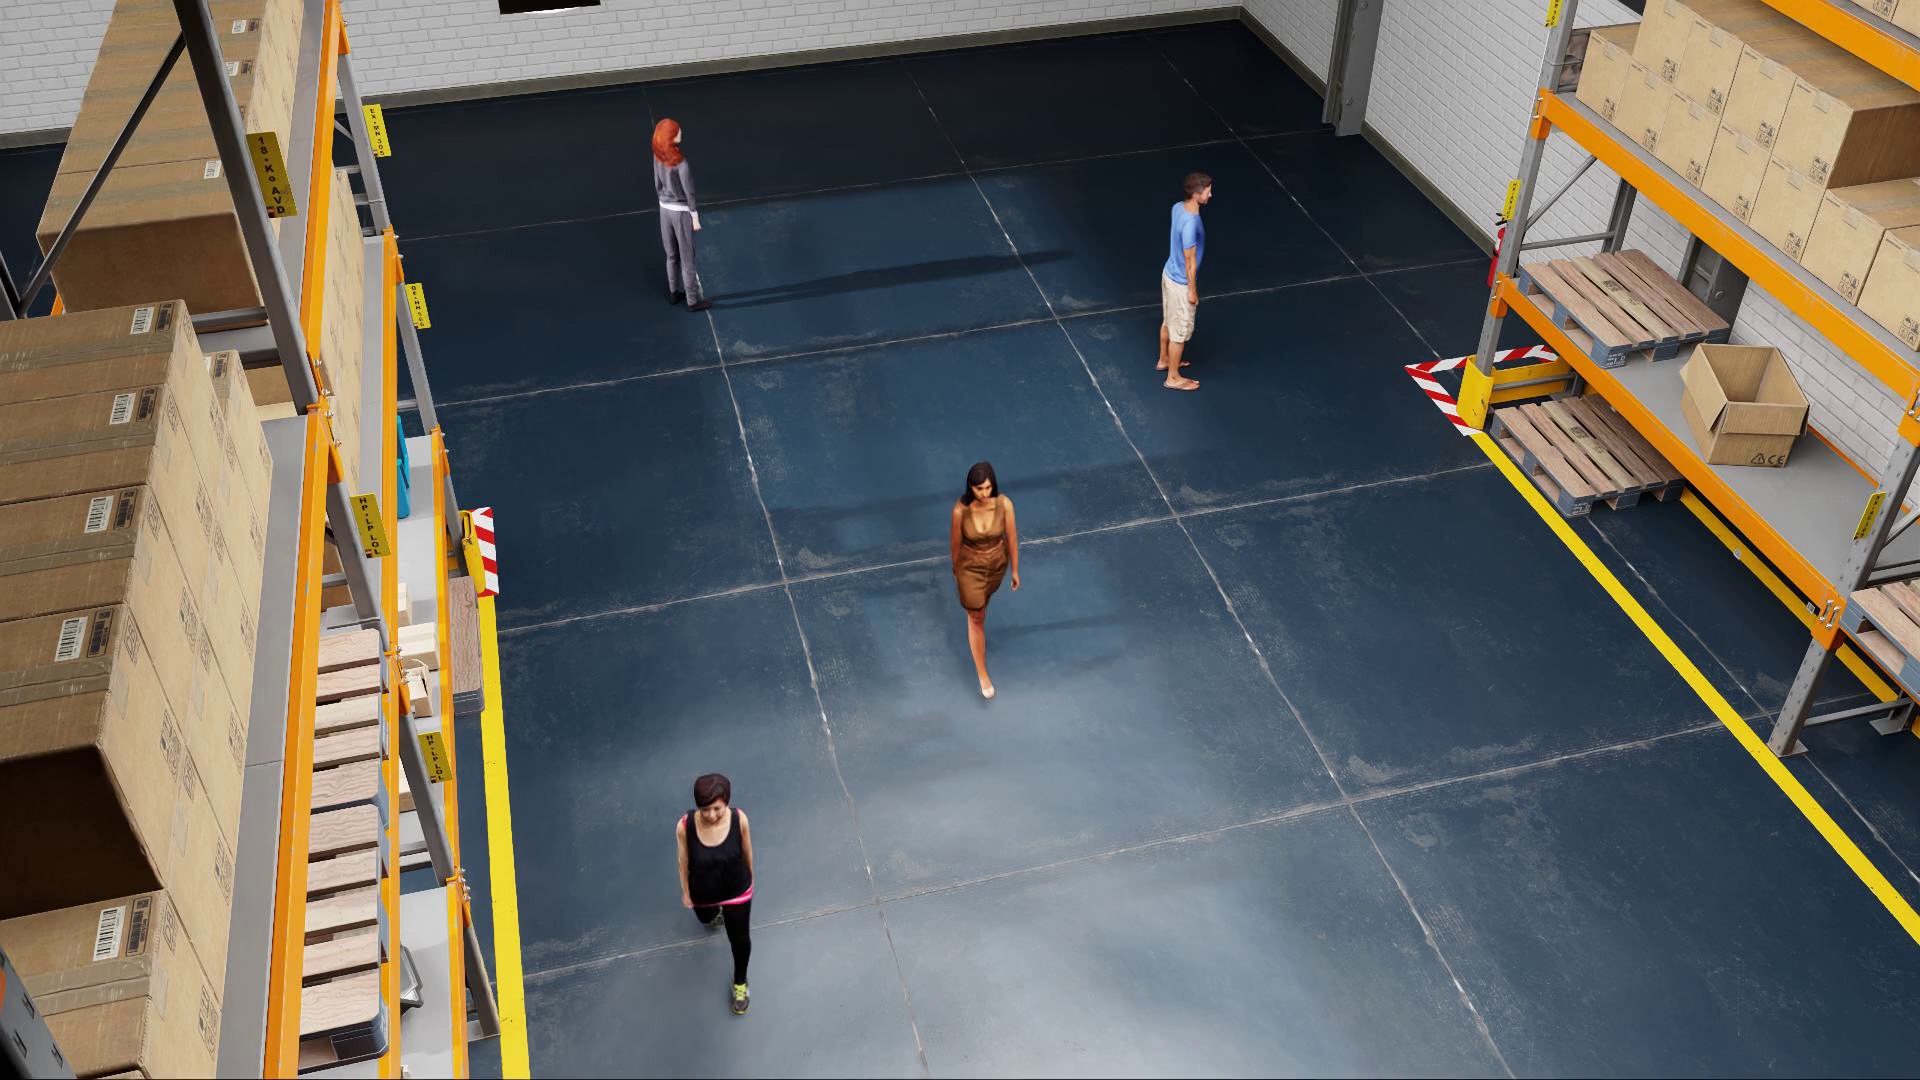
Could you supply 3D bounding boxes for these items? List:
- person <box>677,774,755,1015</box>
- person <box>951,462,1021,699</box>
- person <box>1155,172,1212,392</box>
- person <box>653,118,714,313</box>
[{"bbox_3d":[-1.301,1.782,8.926,0.637,1.529,1.006,-5,39,-6],"label":"person"},{"bbox_3d":[0.131,0.132,10.898,0.559,1.646,1.025,-10,40,-13],"label":"person"},{"bbox_3d":[1.805,-2.126,13.551,0.741,1.864,0.548,-4,39,-5],"label":"person"},{"bbox_3d":[-2.462,-2.836,14.508,0.606,1.779,0.713,29,47,31],"label":"person"}]
